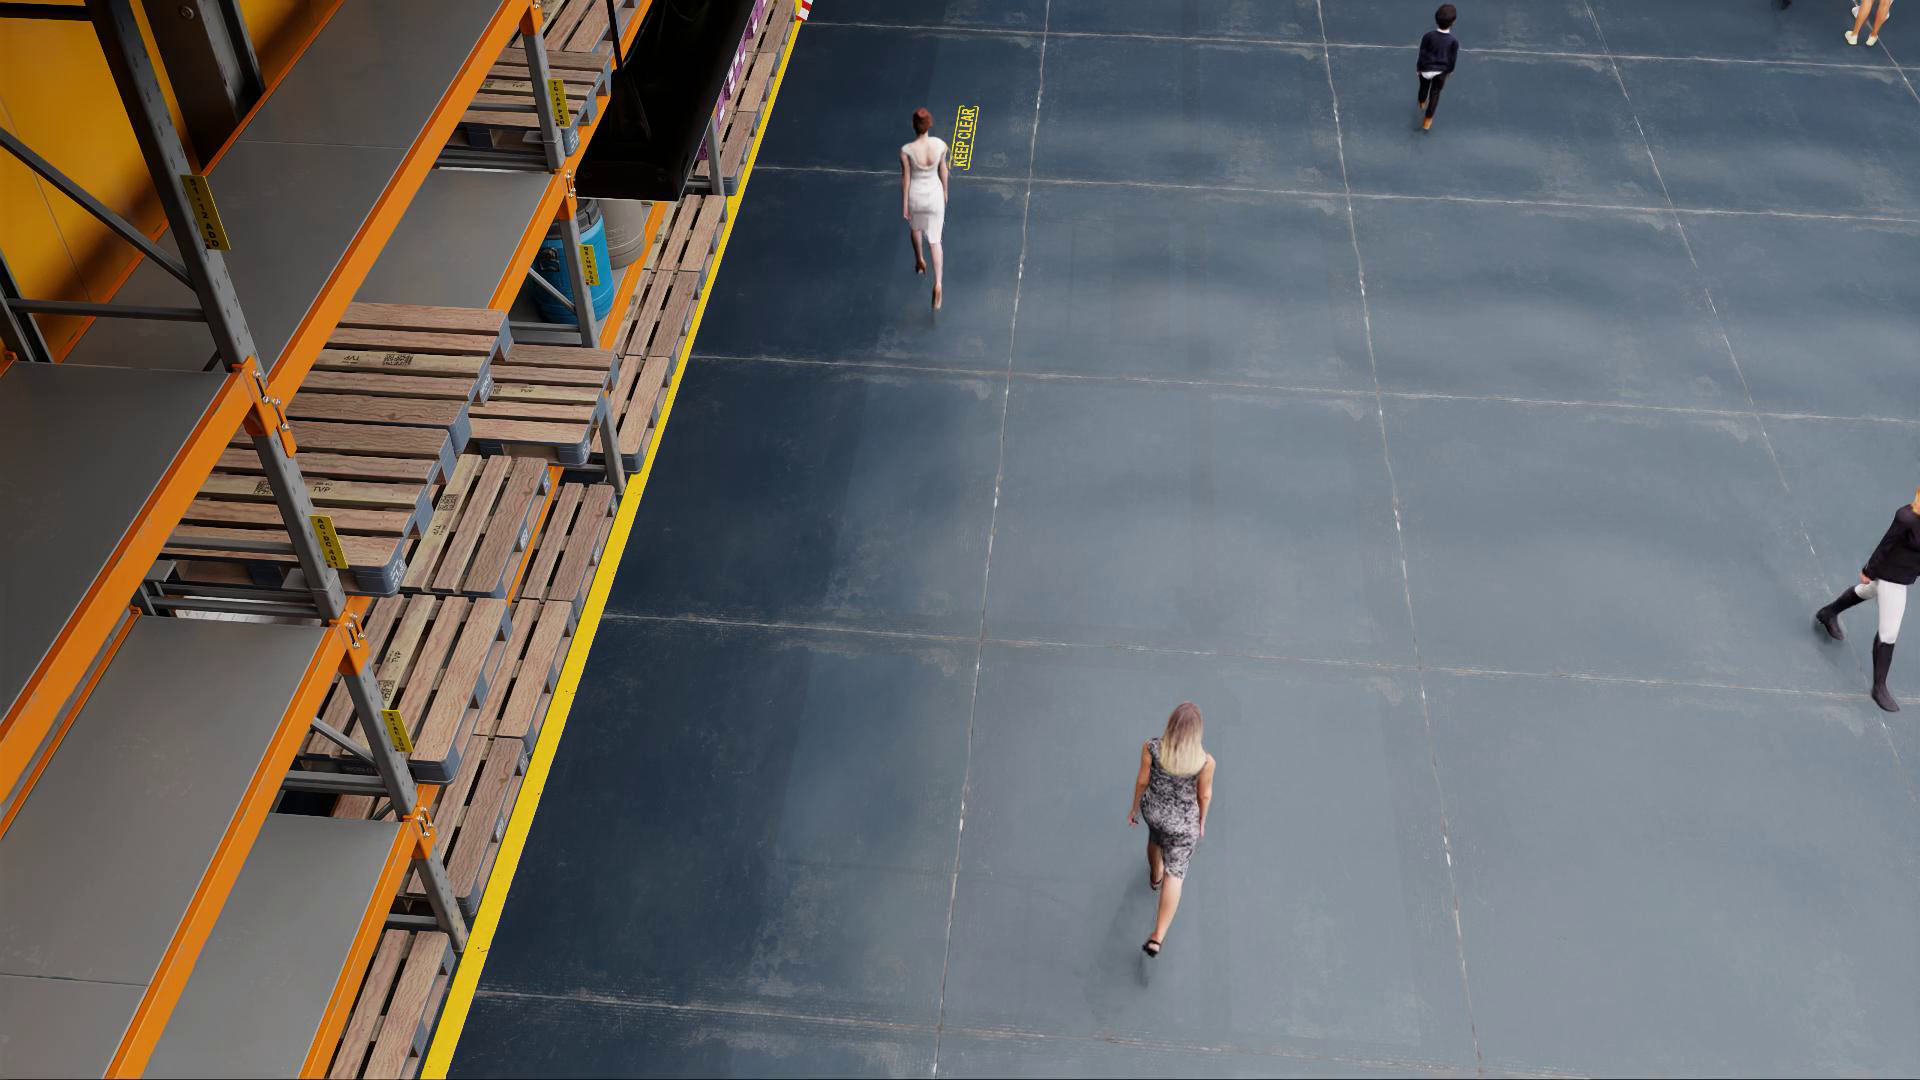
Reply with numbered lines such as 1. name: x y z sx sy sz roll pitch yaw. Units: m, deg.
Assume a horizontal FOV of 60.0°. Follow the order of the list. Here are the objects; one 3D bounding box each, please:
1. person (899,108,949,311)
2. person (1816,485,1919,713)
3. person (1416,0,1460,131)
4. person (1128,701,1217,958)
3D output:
1. person: -0.273 -2.728 13.835 0.816 1.757 1.167 -7 44 -8
2. person: 6.050 0.184 10.839 0.817 1.673 1.236 -8 44 -8
3. person: 4.624 -4.580 16.186 0.623 1.195 0.869 12 45 13
4. person: 1.152 1.626 9.324 0.796 1.676 1.111 14 45 14
